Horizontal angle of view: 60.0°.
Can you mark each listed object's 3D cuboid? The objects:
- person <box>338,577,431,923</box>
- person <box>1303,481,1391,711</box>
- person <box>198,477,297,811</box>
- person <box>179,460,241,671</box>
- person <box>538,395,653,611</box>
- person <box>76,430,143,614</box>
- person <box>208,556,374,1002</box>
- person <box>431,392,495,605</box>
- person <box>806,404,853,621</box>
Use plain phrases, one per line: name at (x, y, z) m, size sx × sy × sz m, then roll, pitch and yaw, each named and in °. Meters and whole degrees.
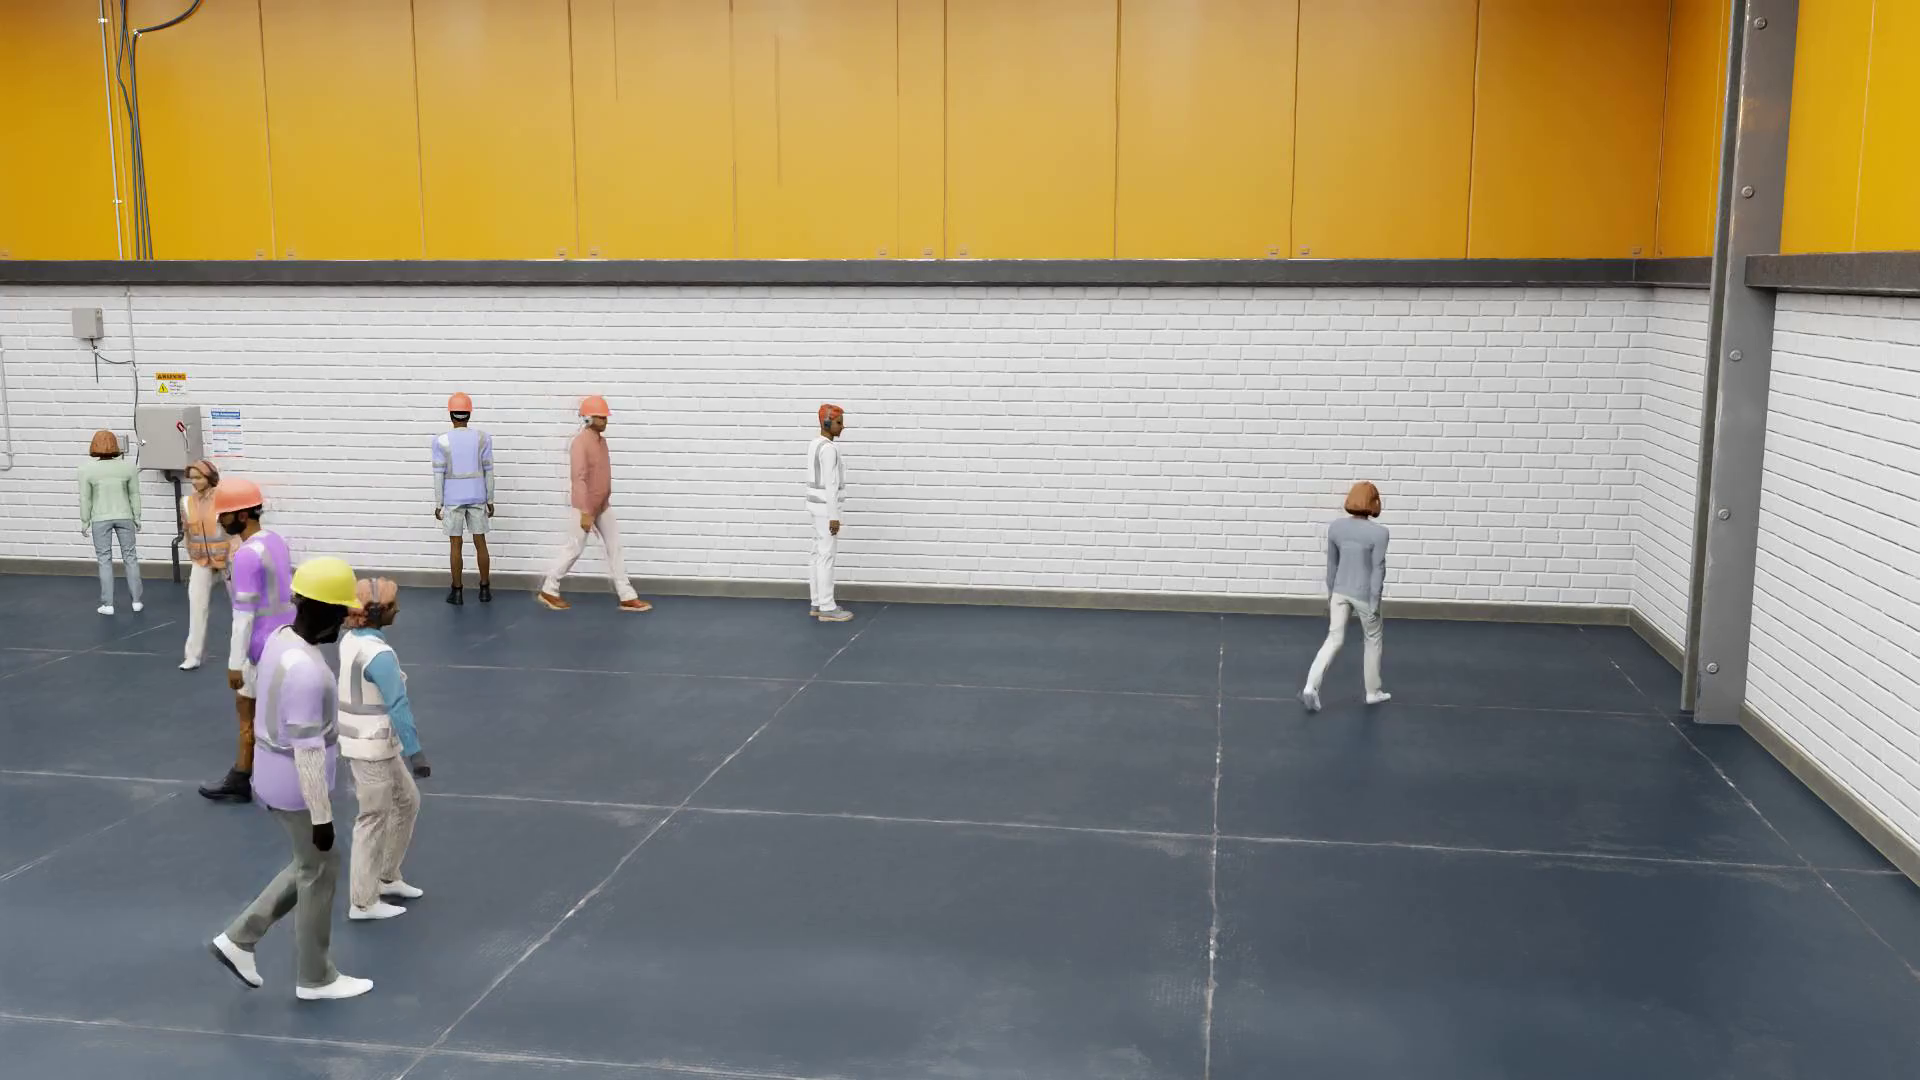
person at (-2.669, 0.977, 7.760) m, size 0.502 × 1.620 × 0.518 m, roll -5°, pitch 11°, yaw -29°
person at (2.688, 0.389, 11.481) m, size 0.813 × 1.599 × 0.505 m, roll -9°, pitch 13°, yaw -43°
person at (-3.989, 0.596, 9.253) m, size 0.854 × 1.897 × 0.573 m, roll -1°, pitch 9°, yaw -6°
person at (-5.735, 0.169, 12.835) m, size 0.517 × 1.590 × 0.858 m, roll 1°, pitch 9°, yaw 4°
person at (-3.311, -0.319, 14.766) m, size 1.029 × 1.950 × 0.644 m, roll 2°, pitch 9°, yaw 13°
person at (-7.511, -0.157, 14.715) m, size 0.501 × 1.633 × 0.283 m, roll -7°, pitch 12°, yaw -37°
person at (-2.705, 1.003, 6.773) m, size 0.608 × 1.888 × 0.643 m, roll -5°, pitch 10°, yaw -27°
person at (-4.518, -0.379, 15.151) m, size 0.551 × 1.937 × 0.357 m, roll -5°, pitch 10°, yaw -28°
person at (-1.156, -0.243, 14.475) m, size 0.360 × 1.885 × 0.575 m, roll -3°, pitch 10°, yaw -17°
